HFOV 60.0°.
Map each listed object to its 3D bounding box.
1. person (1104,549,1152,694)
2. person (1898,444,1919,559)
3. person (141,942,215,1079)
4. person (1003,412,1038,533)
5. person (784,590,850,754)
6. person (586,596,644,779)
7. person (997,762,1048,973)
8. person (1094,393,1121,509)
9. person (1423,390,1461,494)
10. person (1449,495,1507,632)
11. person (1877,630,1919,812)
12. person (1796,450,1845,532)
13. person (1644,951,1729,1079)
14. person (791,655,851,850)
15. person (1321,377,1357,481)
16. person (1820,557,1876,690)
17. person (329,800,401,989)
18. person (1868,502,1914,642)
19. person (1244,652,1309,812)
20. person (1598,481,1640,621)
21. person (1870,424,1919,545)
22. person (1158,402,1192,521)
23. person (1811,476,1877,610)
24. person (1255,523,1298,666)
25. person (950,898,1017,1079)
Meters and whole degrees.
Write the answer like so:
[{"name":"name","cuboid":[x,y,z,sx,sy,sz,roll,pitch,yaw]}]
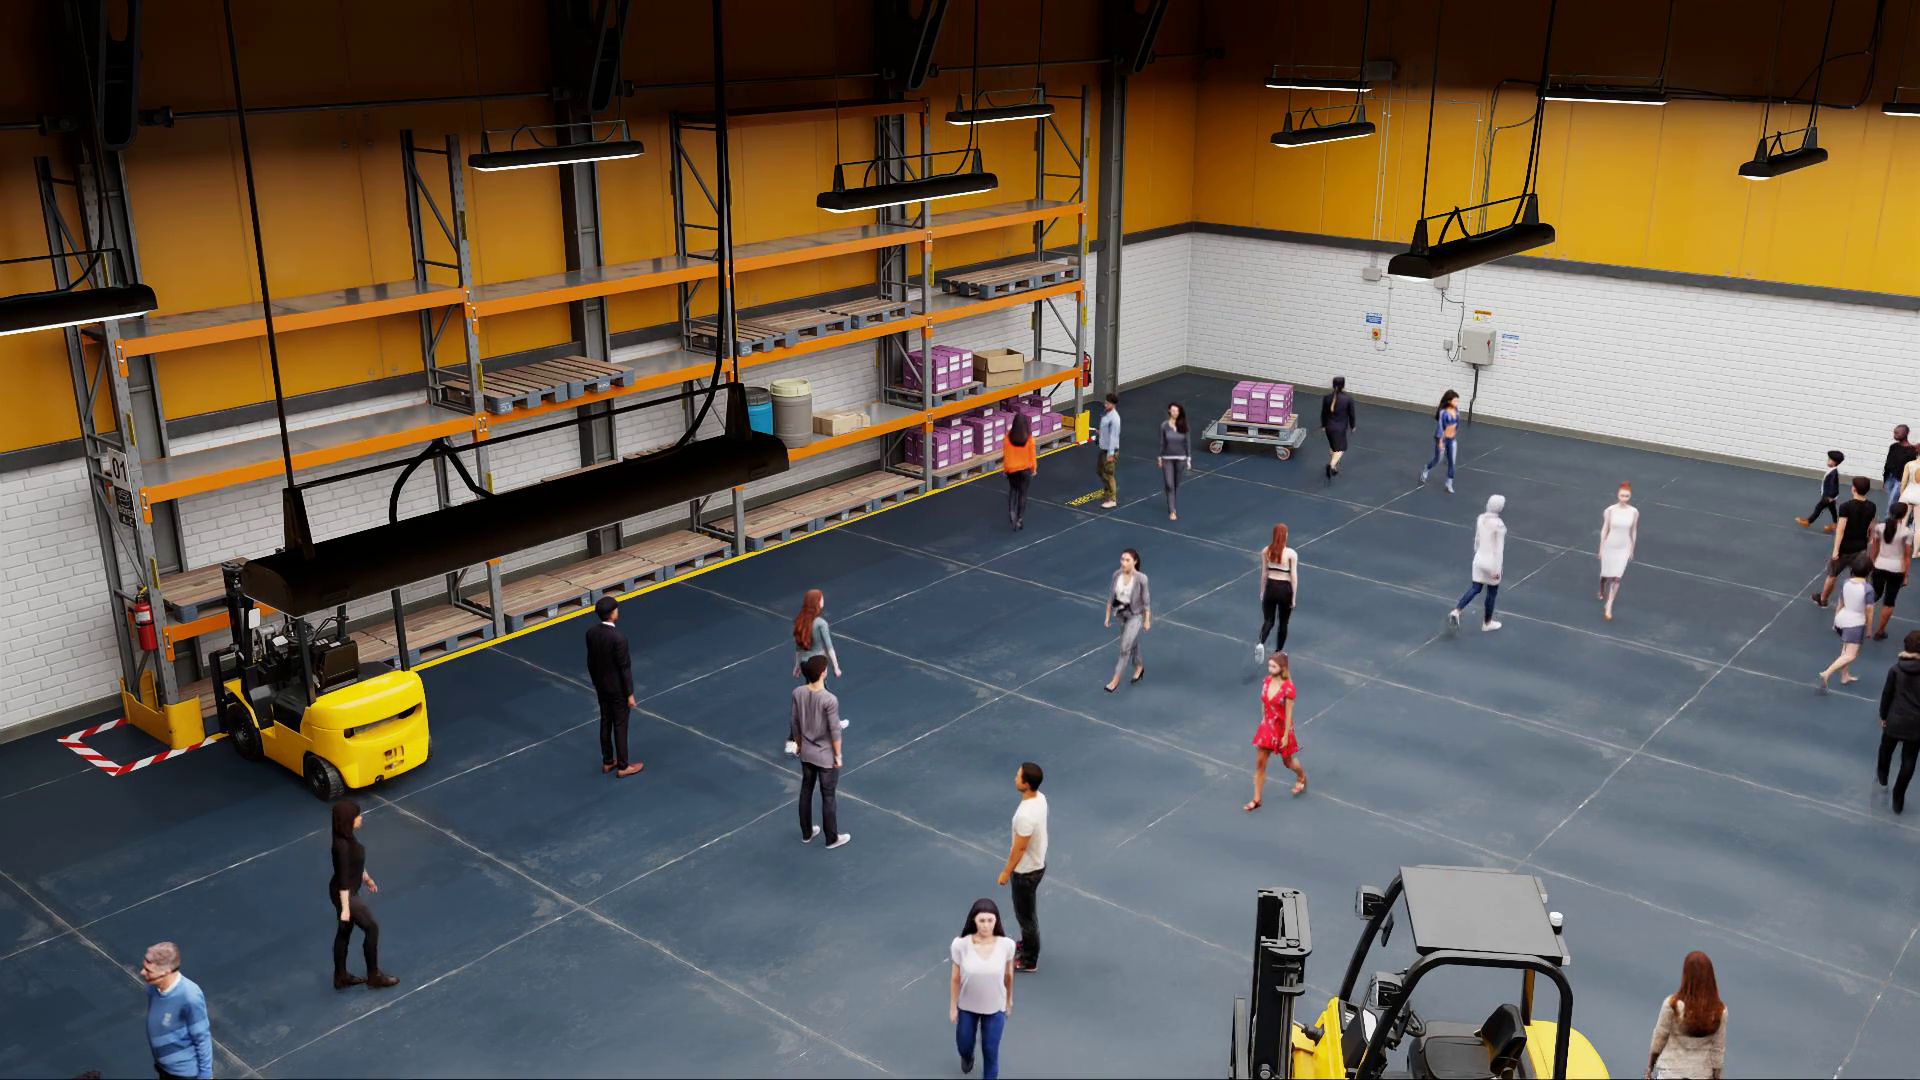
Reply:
[{"name":"person","cuboid":[1.952,0.886,18.695,0.654,1.633,1.064,16,24,39]},{"name":"person","cuboid":[13.187,-0.561,22.975,0.555,1.643,0.490,13,23,34]},{"name":"person","cuboid":[-5.089,3.410,10.922,0.695,1.811,0.627,10,21,28]},{"name":"person","cuboid":[0.828,-0.968,24.039,0.727,1.736,0.771,8,20,21]},{"name":"person","cuboid":[-1.564,1.389,17.097,1.174,1.700,0.657,-17,25,-41]},{"name":"person","cuboid":[-3.480,1.455,16.612,0.713,1.884,0.570,13,22,33]},{"name":"person","cuboid":[0.584,2.619,13.291,0.820,1.799,0.706,4,19,11]},{"name":"person","cuboid":[2.249,-1.348,25.083,0.900,1.790,0.897,0,19,0]},{"name":"person","cuboid":[7.546,-1.550,25.991,0.999,1.594,0.955,-7,20,-20]},{"name":"person","cuboid":[6.331,0.319,20.181,1.101,1.759,0.882,-9,21,-25]},{"name":"person","cuboid":[9.070,1.765,15.918,0.719,1.741,1.031,12,22,31]},{"name":"person","cuboid":[12.634,-0.680,24.031,0.664,1.195,0.789,10,21,27]},{"name":"person","cuboid":[4.720,3.524,10.799,0.989,1.672,1.221,3,19,9]},{"name":"person","cuboid":[-1.300,1.930,15.251,0.697,1.852,0.575,11,22,31]},{"name":"person","cuboid":[5.987,-1.741,26.468,0.755,1.651,0.988,12,22,31]},{"name":"person","cuboid":[9.961,0.950,18.646,1.002,1.544,0.847,-6,20,-17]},{"name":"person","cuboid":[-4.883,2.799,13.026,0.829,1.626,0.739,-9,21,-25]},{"name":"person","cuboid":[11.106,0.400,19.981,0.829,1.734,0.712,-13,23,-34]},{"name":"person","cuboid":[3.115,1.827,16.010,1.076,1.564,0.686,-15,24,-38]},{"name":"person","cuboid":[8.185,0.116,20.743,0.756,1.785,0.861,4,19,11]},{"name":"person","cuboid":[13.327,-0.787,23.526,1.158,1.721,0.959,-7,20,-20]},{"name":"person","cuboid":[3.170,-1.195,24.734,1.091,1.723,1.161,-1,19,-4]},{"name":"person","cuboid":[11.081,0.152,20.583,1.212,1.819,1.282,-1,19,-4]},{"name":"person","cuboid":[3.616,0.673,19.180,0.693,1.728,1.017,12,22,32]},{"name":"person","cuboid":[0.137,3.241,11.644,0.947,1.671,1.025,-1,19,-2]}]
